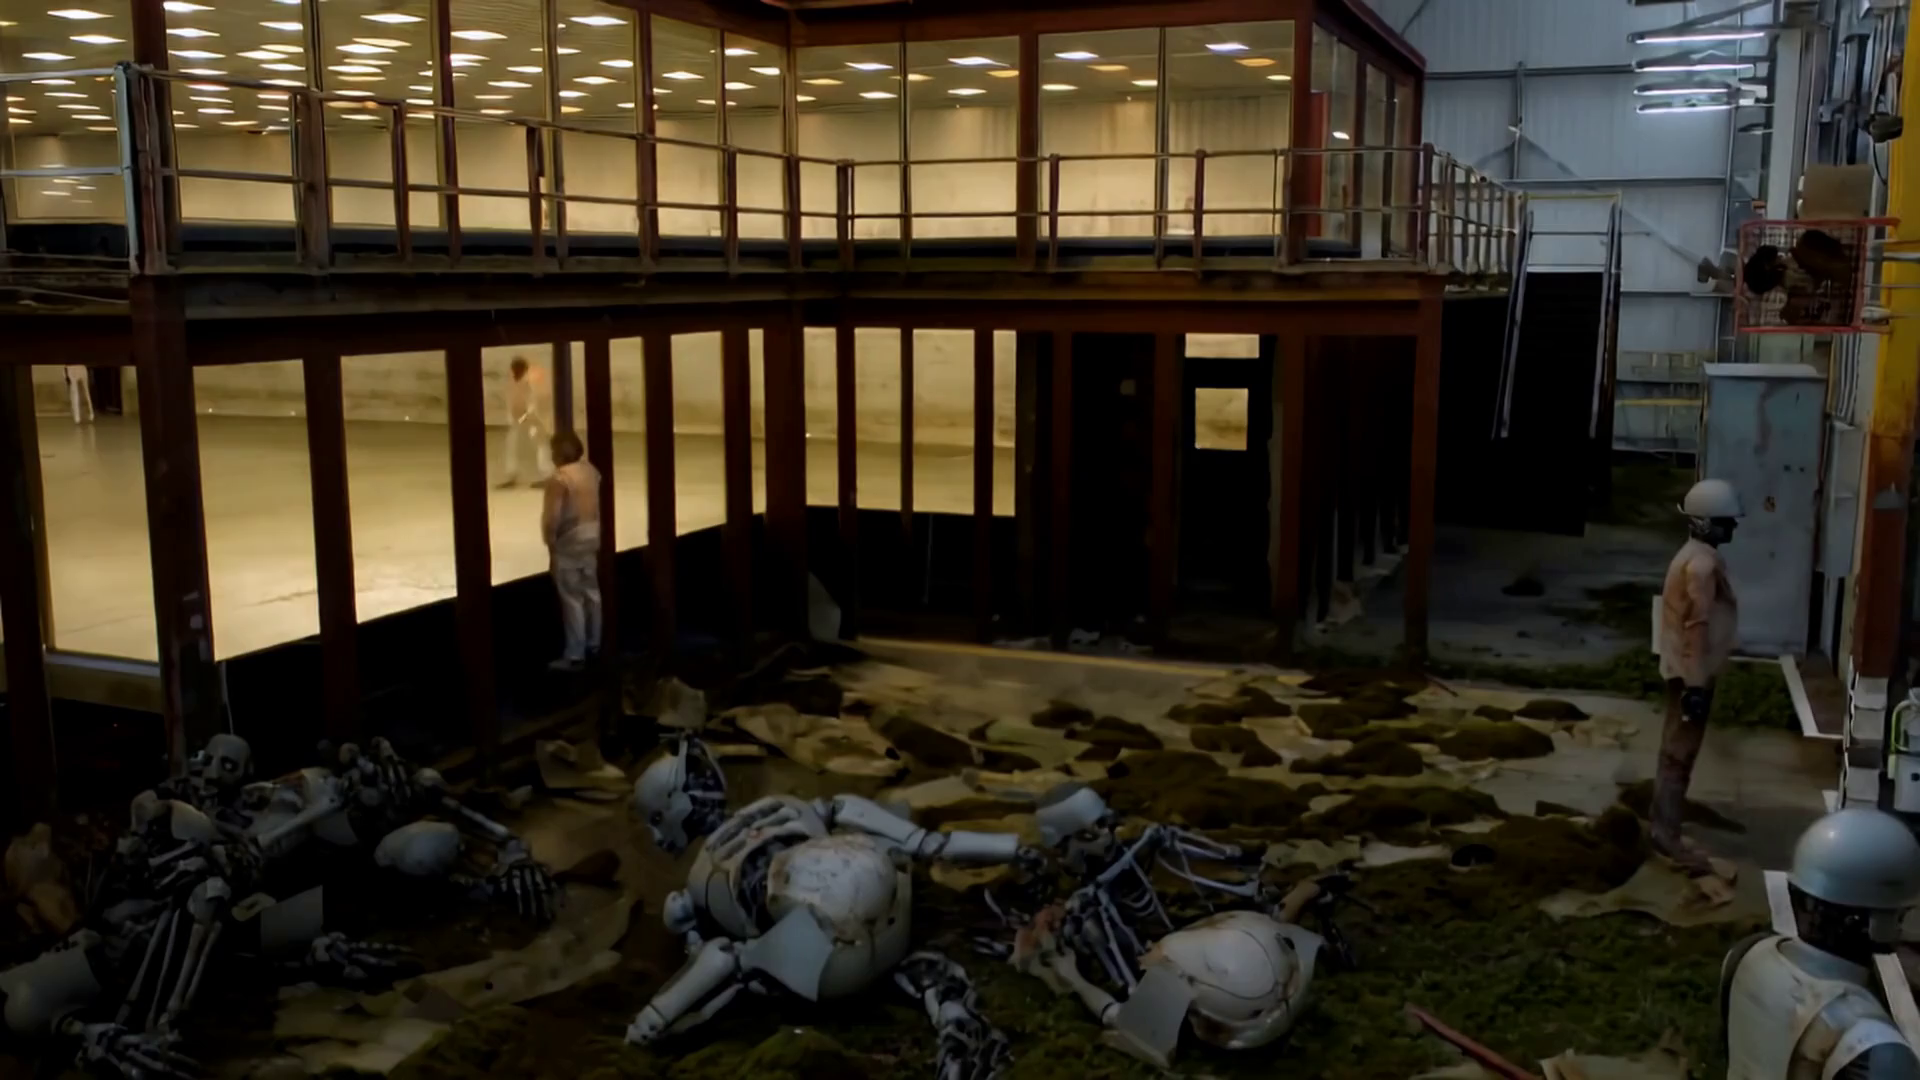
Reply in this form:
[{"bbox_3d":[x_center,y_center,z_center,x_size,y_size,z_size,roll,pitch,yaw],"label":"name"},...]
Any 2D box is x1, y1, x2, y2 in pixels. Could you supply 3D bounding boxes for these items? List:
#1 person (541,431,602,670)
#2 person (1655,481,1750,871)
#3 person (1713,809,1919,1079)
[{"bbox_3d":[-2.986,0.080,12.775,0.430,1.845,0.623,3,10,17],"label":"person"},{"bbox_3d":[3.804,0.682,8.585,0.382,1.995,0.612,5,10,28],"label":"person"},{"bbox_3d":[1.837,1.517,3.579,0.393,1.946,0.617,0,9,-1],"label":"person"}]
